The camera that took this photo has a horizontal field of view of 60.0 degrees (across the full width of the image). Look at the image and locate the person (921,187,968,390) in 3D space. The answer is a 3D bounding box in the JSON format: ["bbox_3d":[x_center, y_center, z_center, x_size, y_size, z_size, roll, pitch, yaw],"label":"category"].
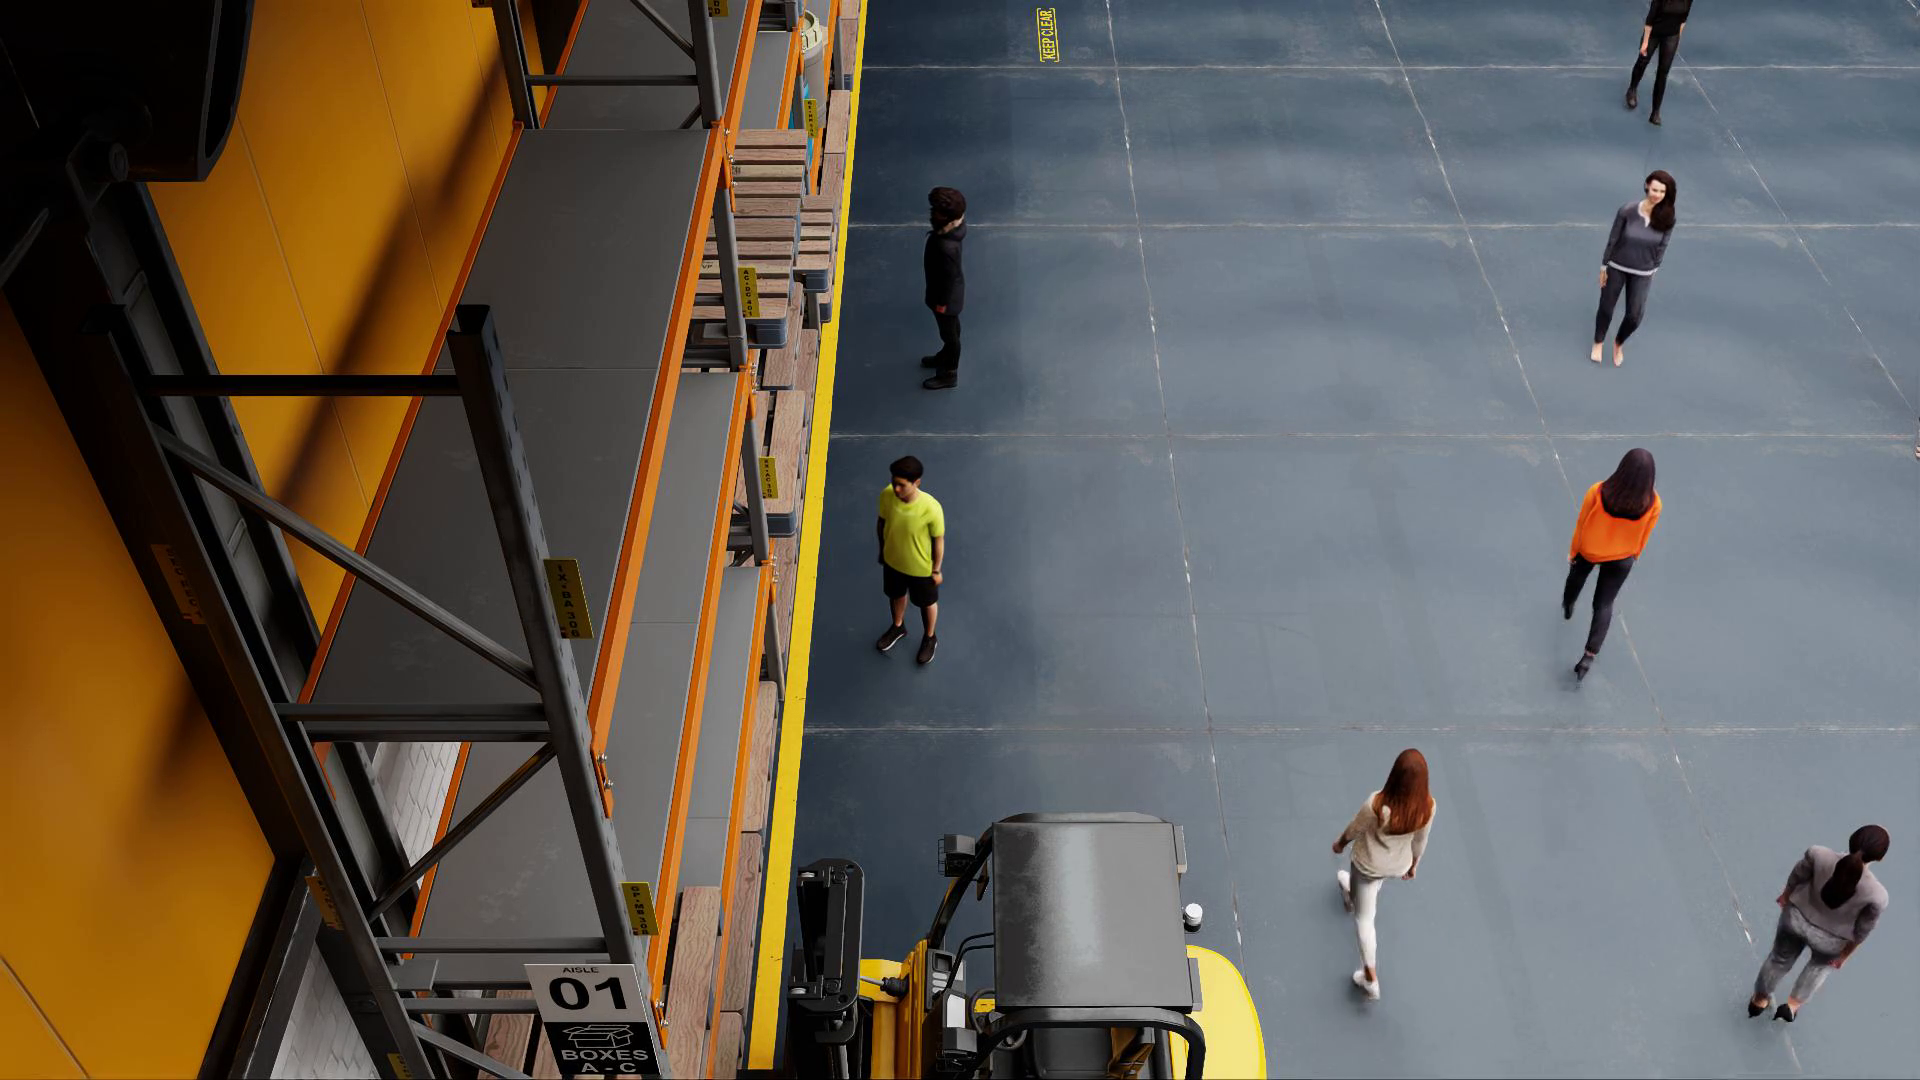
[{"bbox_3d":[-0.101,-1.988,13.037,0.671,1.781,0.526,1,44,1],"label":"person"}]

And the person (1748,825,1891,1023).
[{"bbox_3d":[4.493,2.104,8.825,0.723,1.667,0.783,34,53,31],"label":"person"}]

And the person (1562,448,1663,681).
[{"bbox_3d":[4.205,0.165,10.832,0.862,1.706,1.193,13,45,13],"label":"person"}]

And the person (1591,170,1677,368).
[{"bbox_3d":[5.334,-2.205,13.284,0.690,1.754,0.711,12,45,12],"label":"person"}]

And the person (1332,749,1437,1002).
[{"bbox_3d":[2.318,1.823,9.109,0.716,1.682,1.166,-7,44,-7],"label":"person"}]

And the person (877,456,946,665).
[{"bbox_3d":[-0.322,0.098,10.900,0.699,1.708,0.697,20,47,20],"label":"person"}]

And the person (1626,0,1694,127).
[{"bbox_3d":[6.826,-4.948,16.269,0.647,1.609,1.030,5,44,6],"label":"person"}]
